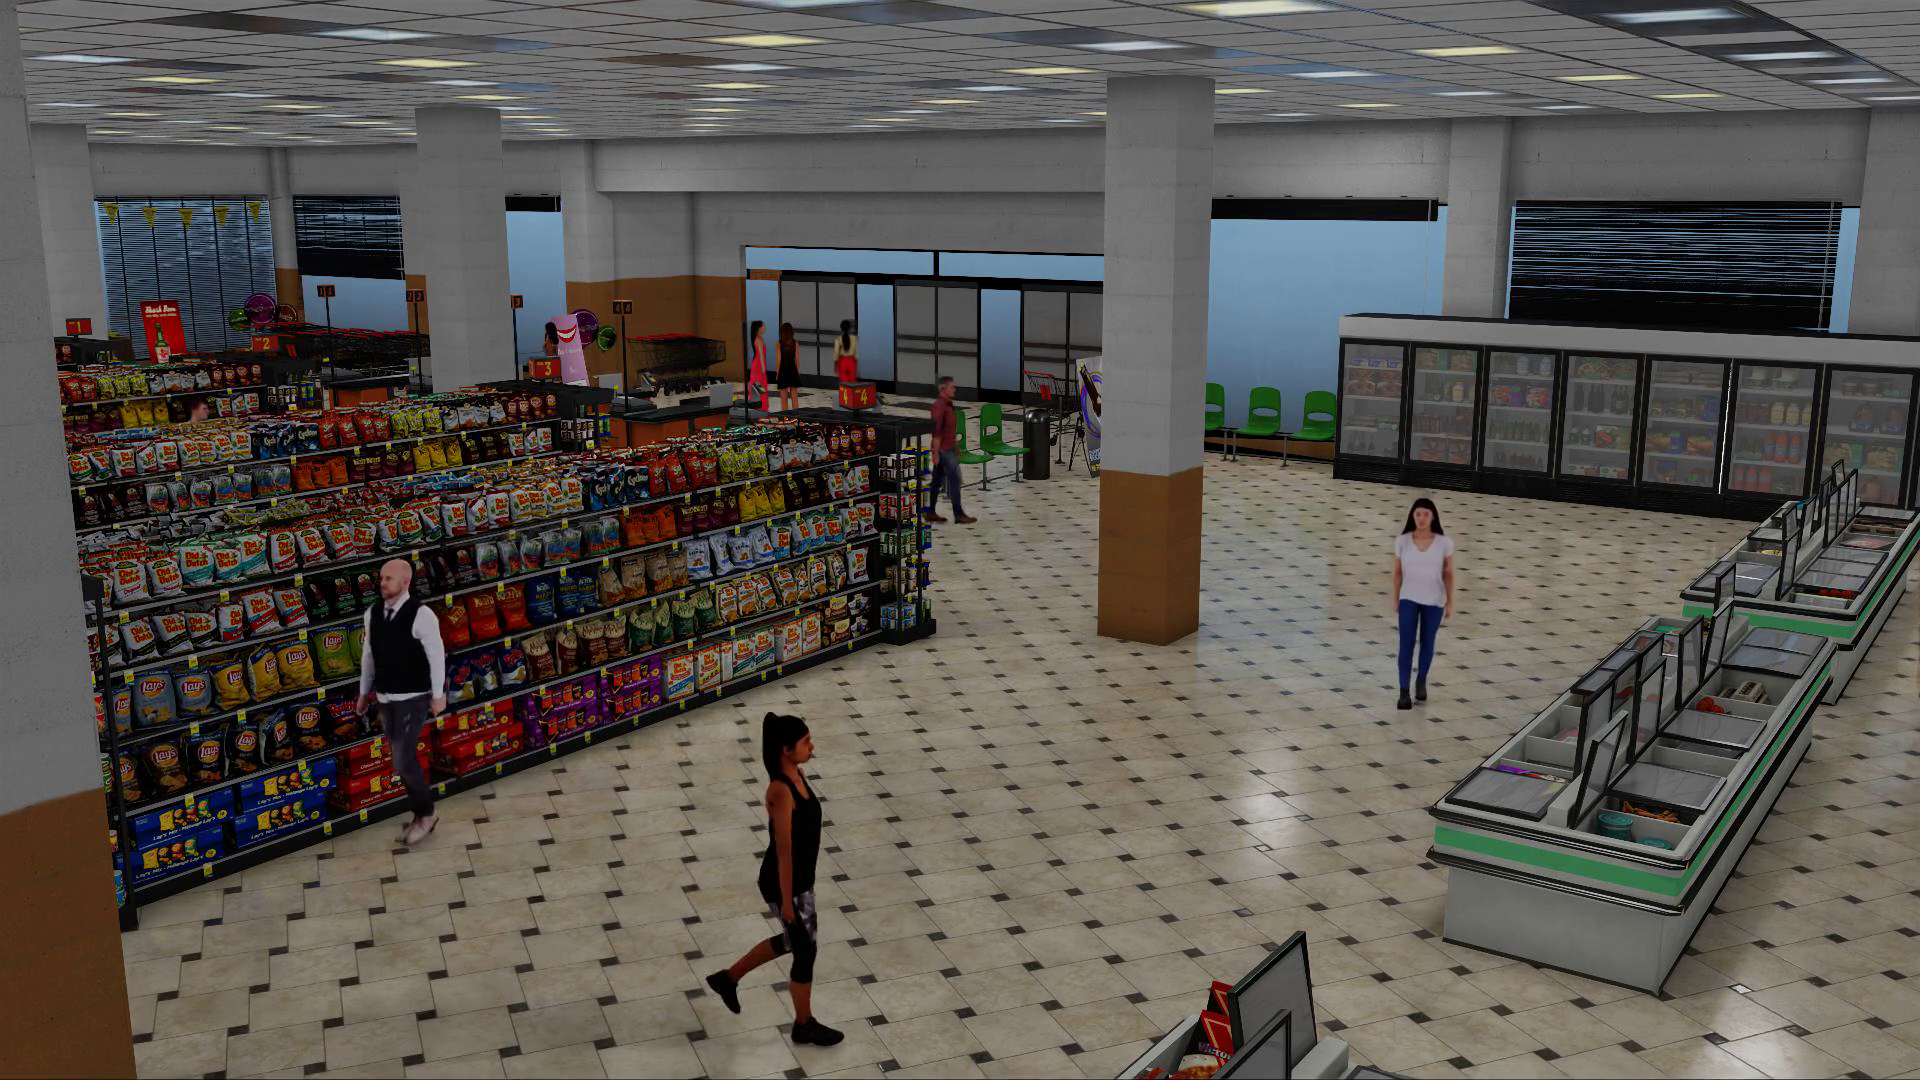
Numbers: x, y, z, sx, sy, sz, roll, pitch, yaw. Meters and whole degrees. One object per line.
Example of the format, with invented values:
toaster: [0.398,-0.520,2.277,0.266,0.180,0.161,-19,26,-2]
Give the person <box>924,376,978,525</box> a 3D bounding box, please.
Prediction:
person: [-0.292,-1.090,20.325,0.995,1.808,0.998,2,12,8]

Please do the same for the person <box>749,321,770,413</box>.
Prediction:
person: [-3.635,-3.104,30.091,0.750,1.725,0.716,-4,13,-19]

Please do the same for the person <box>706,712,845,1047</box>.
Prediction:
person: [-0.883,1.612,7.876,0.925,1.651,0.942,1,12,4]

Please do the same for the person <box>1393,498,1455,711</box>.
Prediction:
person: [3.649,0.508,13.122,0.839,1.648,1.102,3,12,15]

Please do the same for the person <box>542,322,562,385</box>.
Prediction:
person: [-7.545,-3.216,30.816,0.784,1.645,0.641,1,12,7]

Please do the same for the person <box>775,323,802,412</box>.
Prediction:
person: [-2.923,-2.766,28.218,0.630,1.834,0.726,-5,13,-21]

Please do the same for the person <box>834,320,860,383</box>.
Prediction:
person: [-1.967,-2.980,29.382,0.870,1.774,0.880,-5,13,-22]

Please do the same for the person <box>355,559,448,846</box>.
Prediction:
person: [-3.422,0.997,10.418,0.713,1.805,0.664,6,13,28]
